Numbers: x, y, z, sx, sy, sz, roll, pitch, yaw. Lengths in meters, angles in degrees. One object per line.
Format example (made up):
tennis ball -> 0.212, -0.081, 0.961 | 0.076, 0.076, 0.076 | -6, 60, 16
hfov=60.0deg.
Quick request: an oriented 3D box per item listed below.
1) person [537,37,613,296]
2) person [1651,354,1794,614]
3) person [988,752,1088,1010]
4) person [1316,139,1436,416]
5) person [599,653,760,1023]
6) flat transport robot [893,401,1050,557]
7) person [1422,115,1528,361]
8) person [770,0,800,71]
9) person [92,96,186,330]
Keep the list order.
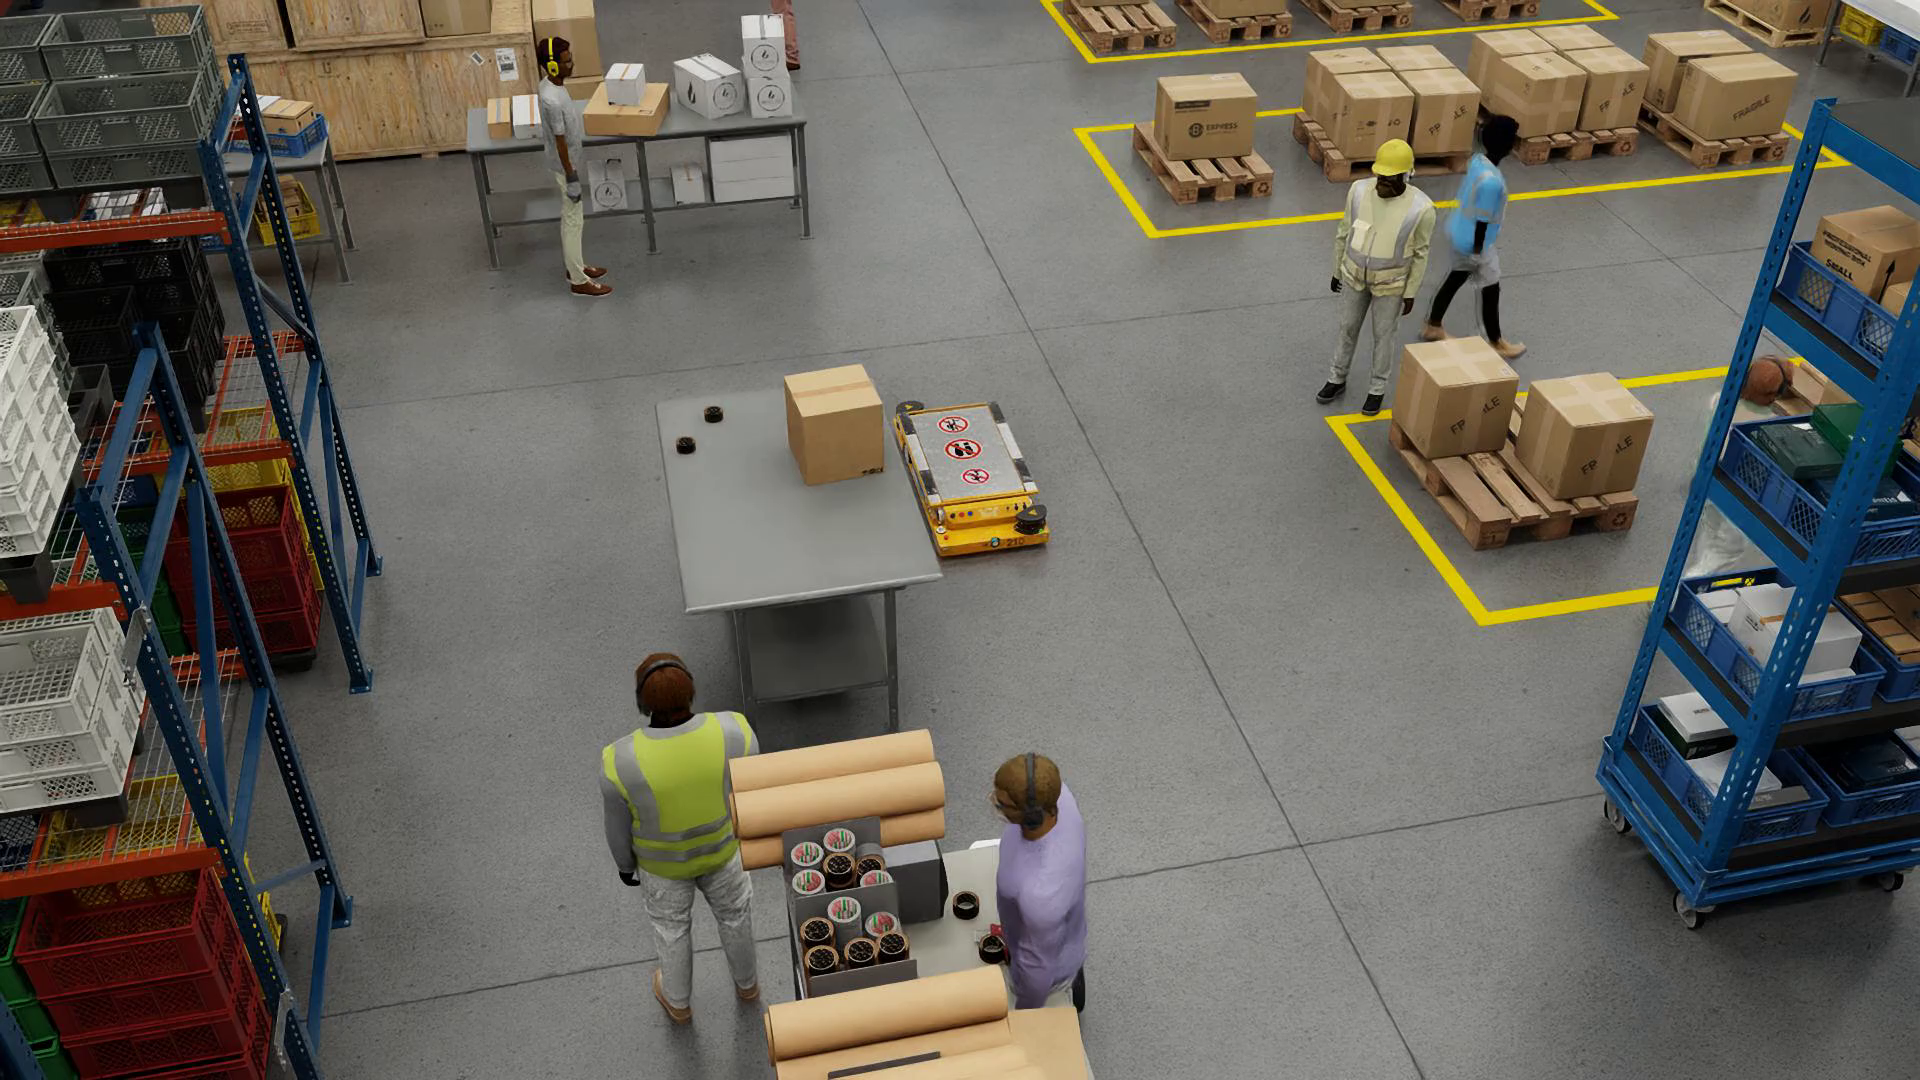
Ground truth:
person -> -2.747, -2.629, 11.734 | 0.325, 1.871, 0.524 | -10, 38, -13
person -> 4.031, -0.232, 8.728 | 0.672, 1.619, 0.537 | -17, 40, -21
person -> 0.281, 1.511, 6.123 | 0.375, 1.932, 0.628 | 3, 37, 4
person -> 2.605, -1.648, 10.446 | 0.590, 1.833, 0.403 | 21, 42, 26
person -> -1.079, 1.199, 6.624 | 0.629, 1.836, 0.430 | -14, 39, -18
flat transport robot -> 0.046, -0.430, 10.108 | 0.652, 0.197, 1.431 | -8, 37, -10
person -> 3.559, -2.000, 11.055 | 0.702, 1.663, 0.559 | 2, 37, 3
person -> -1.703, -5.283, 15.282 | 0.401, 1.899, 0.651 | -8, 37, -10
person -> -5.513, -2.152, 11.079 | 0.355, 1.887, 0.573 | 12, 38, 15
